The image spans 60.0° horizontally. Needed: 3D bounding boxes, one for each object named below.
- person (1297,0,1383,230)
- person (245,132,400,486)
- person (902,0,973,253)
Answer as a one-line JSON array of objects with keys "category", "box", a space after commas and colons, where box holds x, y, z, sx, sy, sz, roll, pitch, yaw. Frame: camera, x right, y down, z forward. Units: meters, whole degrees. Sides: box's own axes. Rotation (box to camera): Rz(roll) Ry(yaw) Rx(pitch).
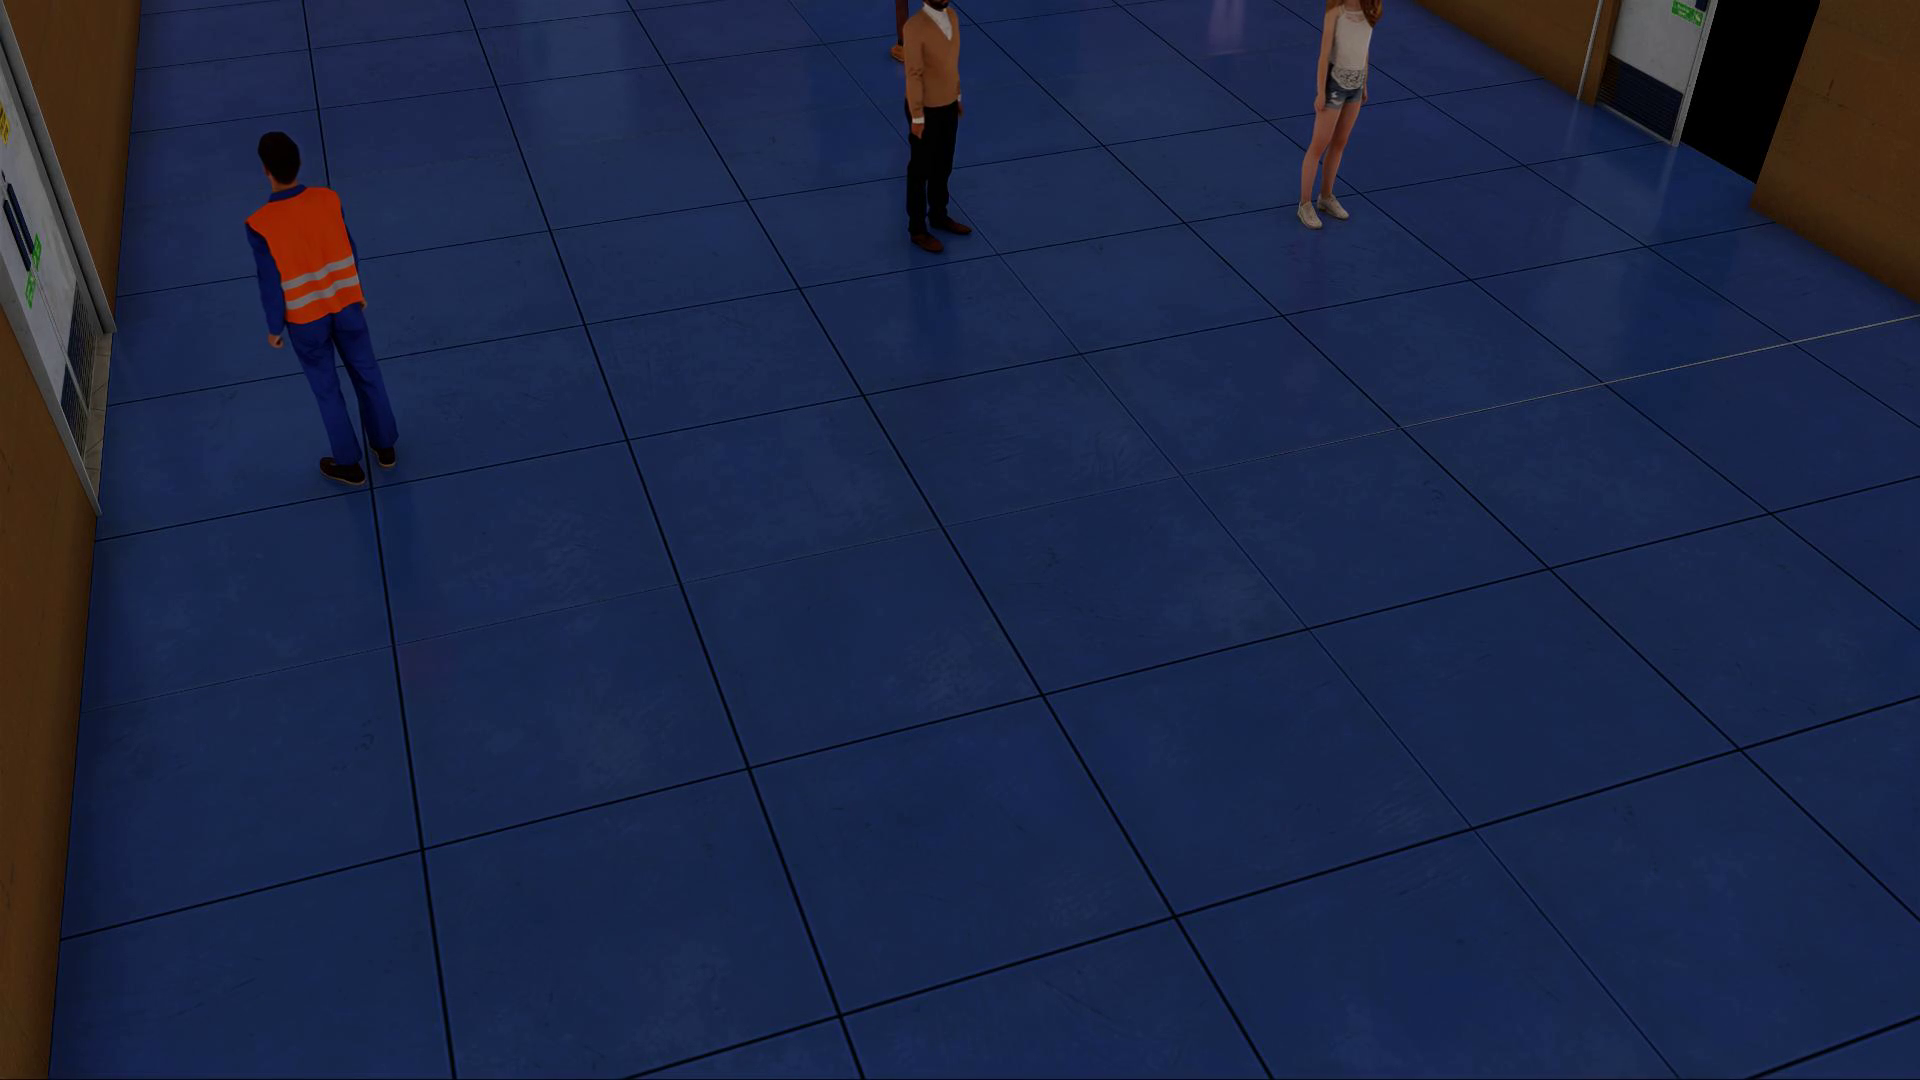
[{"category": "person", "box": [2.418, -2.879, 10.635, 0.522, 1.759, 0.687, -21, 42, -26]}, {"category": "person", "box": [-3.152, -1.124, 8.209, 0.845, 1.864, 0.714, 30, 46, 34]}, {"category": "person", "box": [-0.169, -2.705, 10.407, 0.816, 1.754, 0.726, 22, 42, 27]}]
